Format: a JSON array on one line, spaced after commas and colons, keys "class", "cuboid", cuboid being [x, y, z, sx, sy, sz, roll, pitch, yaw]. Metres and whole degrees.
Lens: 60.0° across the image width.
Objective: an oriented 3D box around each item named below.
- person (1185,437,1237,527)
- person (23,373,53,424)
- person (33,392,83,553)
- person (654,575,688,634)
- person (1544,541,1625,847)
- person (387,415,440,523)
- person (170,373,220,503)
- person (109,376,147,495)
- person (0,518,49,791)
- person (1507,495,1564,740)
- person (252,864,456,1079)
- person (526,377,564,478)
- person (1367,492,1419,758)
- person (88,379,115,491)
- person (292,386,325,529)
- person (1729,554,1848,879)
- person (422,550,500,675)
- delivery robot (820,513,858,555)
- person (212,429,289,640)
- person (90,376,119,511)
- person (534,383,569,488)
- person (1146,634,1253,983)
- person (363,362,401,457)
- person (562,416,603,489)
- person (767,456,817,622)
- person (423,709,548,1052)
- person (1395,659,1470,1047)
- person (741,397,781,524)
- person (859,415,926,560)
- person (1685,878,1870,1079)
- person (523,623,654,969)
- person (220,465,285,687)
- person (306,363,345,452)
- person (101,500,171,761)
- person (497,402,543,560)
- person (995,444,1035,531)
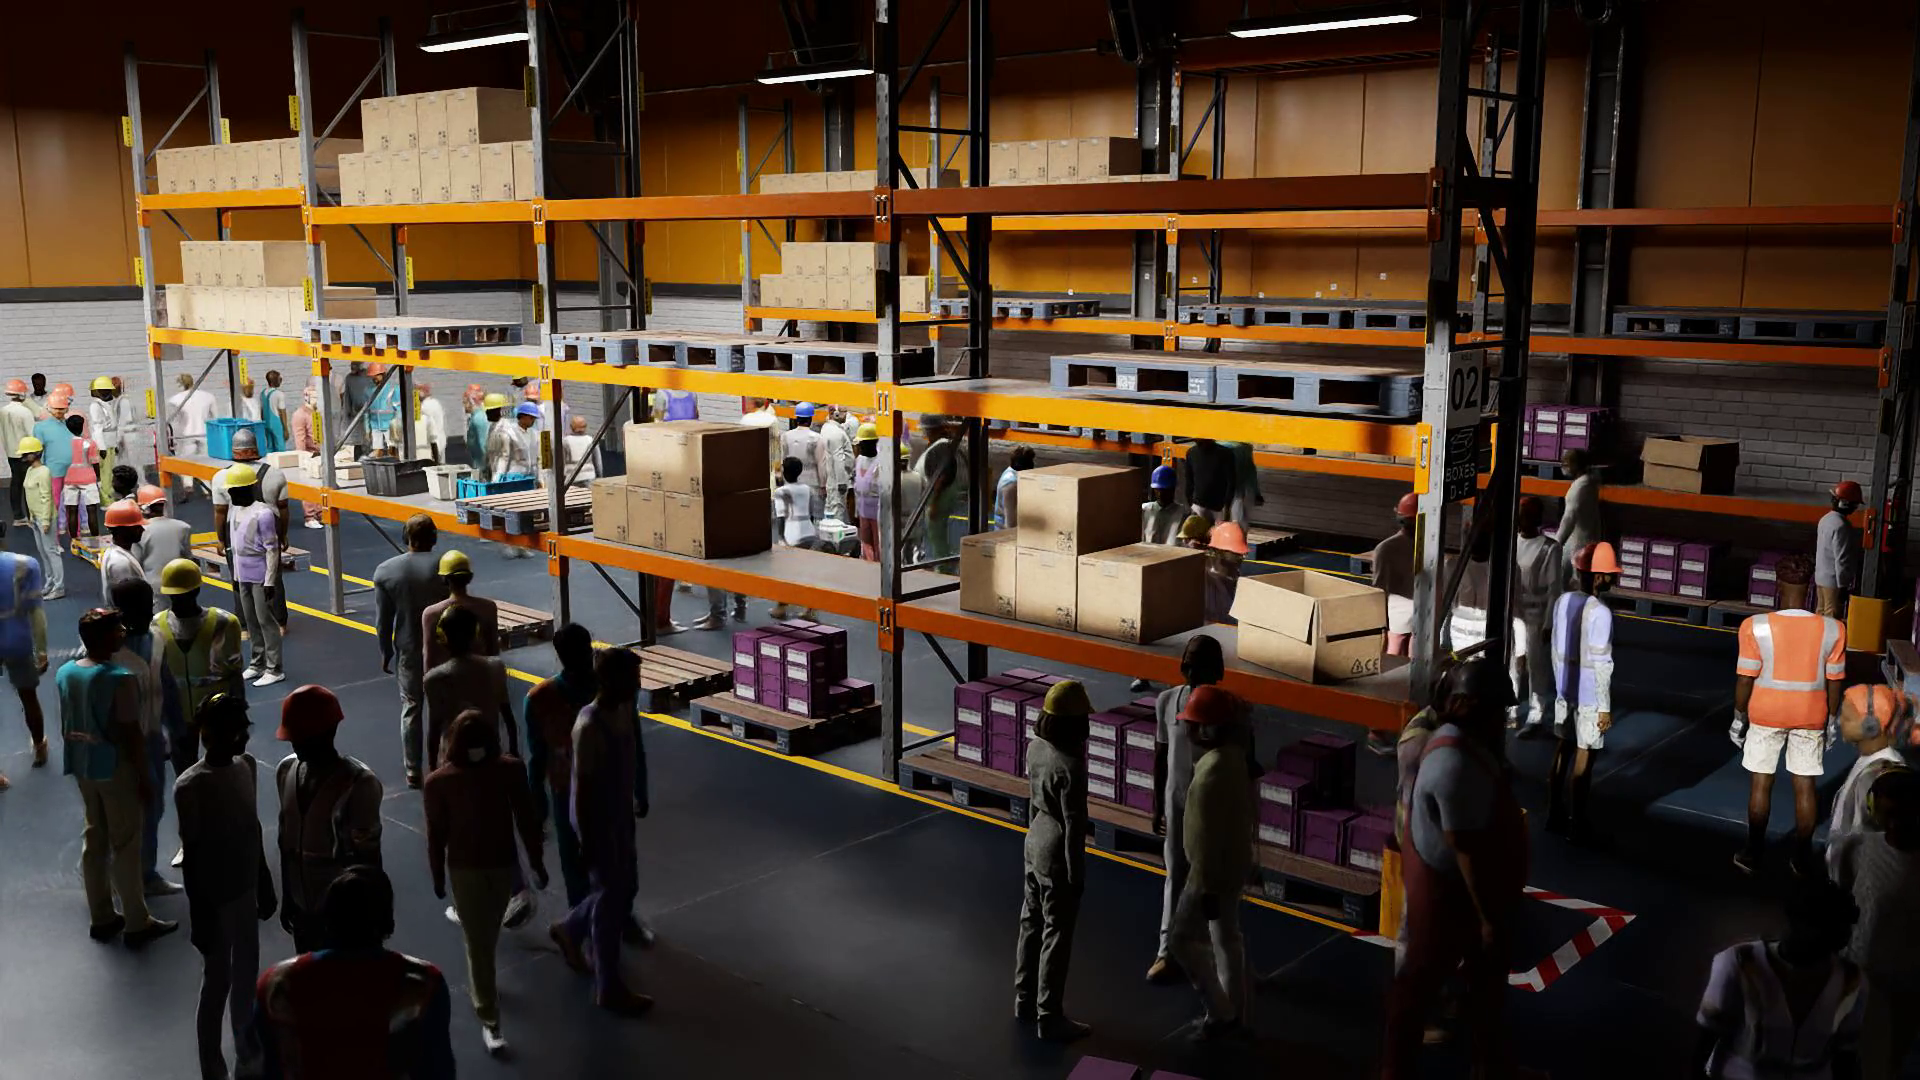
[{"class": "person", "cuboid": [2.727, -0.391, 18.222, 0.656, 1.942, 0.799, 6, 12, 32]}, {"class": "person", "cuboid": [-13.615, -1.535, 24.757, 0.584, 1.911, 0.390, -3, 11, -19]}, {"class": "person", "cuboid": [-11.108, -0.843, 20.594, 0.392, 1.991, 0.613, 7, 12, 34]}, {"class": "person", "cuboid": [-2.893, -0.024, 16.218, 0.408, 1.907, 0.598, -6, 12, -32]}, {"class": "person", "cuboid": [3.970, 0.963, 10.536, 0.360, 1.936, 0.552, -2, 10, -11]}, {"class": "person", "cuboid": [-7.178, -1.008, 21.733, 0.631, 1.910, 1.012, -9, 13, -41]}, {"class": "person", "cuboid": [-11.265, -1.508, 24.617, 0.734, 1.908, 0.771, -6, 11, -29]}, {"class": "person", "cuboid": [-12.525, -1.492, 24.663, 0.864, 1.848, 0.576, -9, 14, -42]}, {"class": "person", "cuboid": [-6.753, 0.744, 11.696, 0.601, 1.988, 1.027, -5, 11, -26]}, {"class": "person", "cuboid": [4.351, 0.587, 12.818, 0.339, 1.882, 0.582, -6, 12, -31]}, {"class": "person", "cuboid": [-1.932, 1.923, 5.464, 0.629, 1.819, 0.724, -1, 10, -7]}, {"class": "person", "cuboid": [-6.728, -1.949, 27.022, 0.629, 1.931, 0.376, -8, 13, -38]}, {"class": "person", "cuboid": [3.312, 0.621, 12.347, 0.620, 1.985, 0.408, -5, 11, -28]}, {"class": "person", "cuboid": [-13.233, -1.615, 25.689, 0.485, 1.737, 0.321, 10, 14, 44]}, {"class": "person", "cuboid": [-8.653, -1.113, 22.364, 0.407, 1.906, 0.655, 2, 10, 12]}, {"class": "person", "cuboid": [4.934, 1.058, 9.942, 0.603, 1.959, 0.372, 2, 10, 13]}, {"class": "person", "cuboid": [-3.341, 0.941, 11.179, 0.526, 1.758, 0.352, -7, 12, -36]}, {"class": "delivery robot", "cuboid": [-1.568, -0.082, 20.088, 0.707, 0.478, 0.477, 9, 13, 41]}, {"class": "person", "cuboid": [-6.845, -0.064, 16.053, 0.688, 2.000, 0.537, -7, 12, -35]}, {"class": "person", "cuboid": [-12.187, -1.374, 23.776, 0.370, 1.929, 0.585, -2, 10, -11]}, {"class": "person", "cuboid": [-5.718, -1.292, 23.256, 0.385, 1.948, 0.602, 7, 12, 33]}, {"class": "person", "cuboid": [1.219, 1.377, 8.457, 0.506, 1.846, 0.350, 5, 11, 26]}, {"class": "person", "cuboid": [-8.870, -1.735, 25.555, 0.605, 2.031, 0.420, 2, 10, 9]}, {"class": "person", "cuboid": [-4.844, -0.787, 21.317, 0.548, 1.614, 0.578, -2, 10, -9]}, {"class": "person", "cuboid": [-1.689, -0.014, 16.814, 0.544, 1.658, 0.706, -10, 14, -43]}, {"class": "person", "cuboid": [-2.299, 1.579, 8.034, 0.514, 1.586, 0.846, -6, 12, -31]}, {"class": "person", "cuboid": [2.312, 1.468, 7.969, 0.430, 1.839, 0.624, 8, 13, 37]}, {"class": "person", "cuboid": [-2.613, -1.078, 22.412, 0.647, 1.816, 0.587, 7, 12, 35]}, {"class": "person", "cuboid": [-0.851, -0.531, 19.242, 0.962, 1.863, 0.638, -2, 10, -13]}, {"class": "person", "cuboid": [2.799, 1.937, 5.765, 0.594, 1.668, 0.420, 1, 10, 6]}, {"class": "person", "cuboid": [-1.955, 1.320, 8.702, 0.627, 1.880, 0.502, -5, 11, -25]}, {"class": "person", "cuboid": [-6.091, 0.302, 14.310, 0.594, 1.922, 0.375, 8, 13, 38]}, {"class": "person", "cuboid": [-10.603, -2.121, 27.681, 0.537, 2.000, 0.682, 6, 12, 32]}, {"class": "person", "cuboid": [-6.067, 0.669, 12.201, 0.357, 1.938, 0.543, -6, 12, -31]}, {"class": "person", "cuboid": [-5.306, -0.716, 20.117, 0.426, 1.908, 0.649, 6, 12, 32]}, {"class": "person", "cuboid": [0.567, -0.041, 16.544, 0.429, 1.835, 0.649, 2, 10, 11]}]
